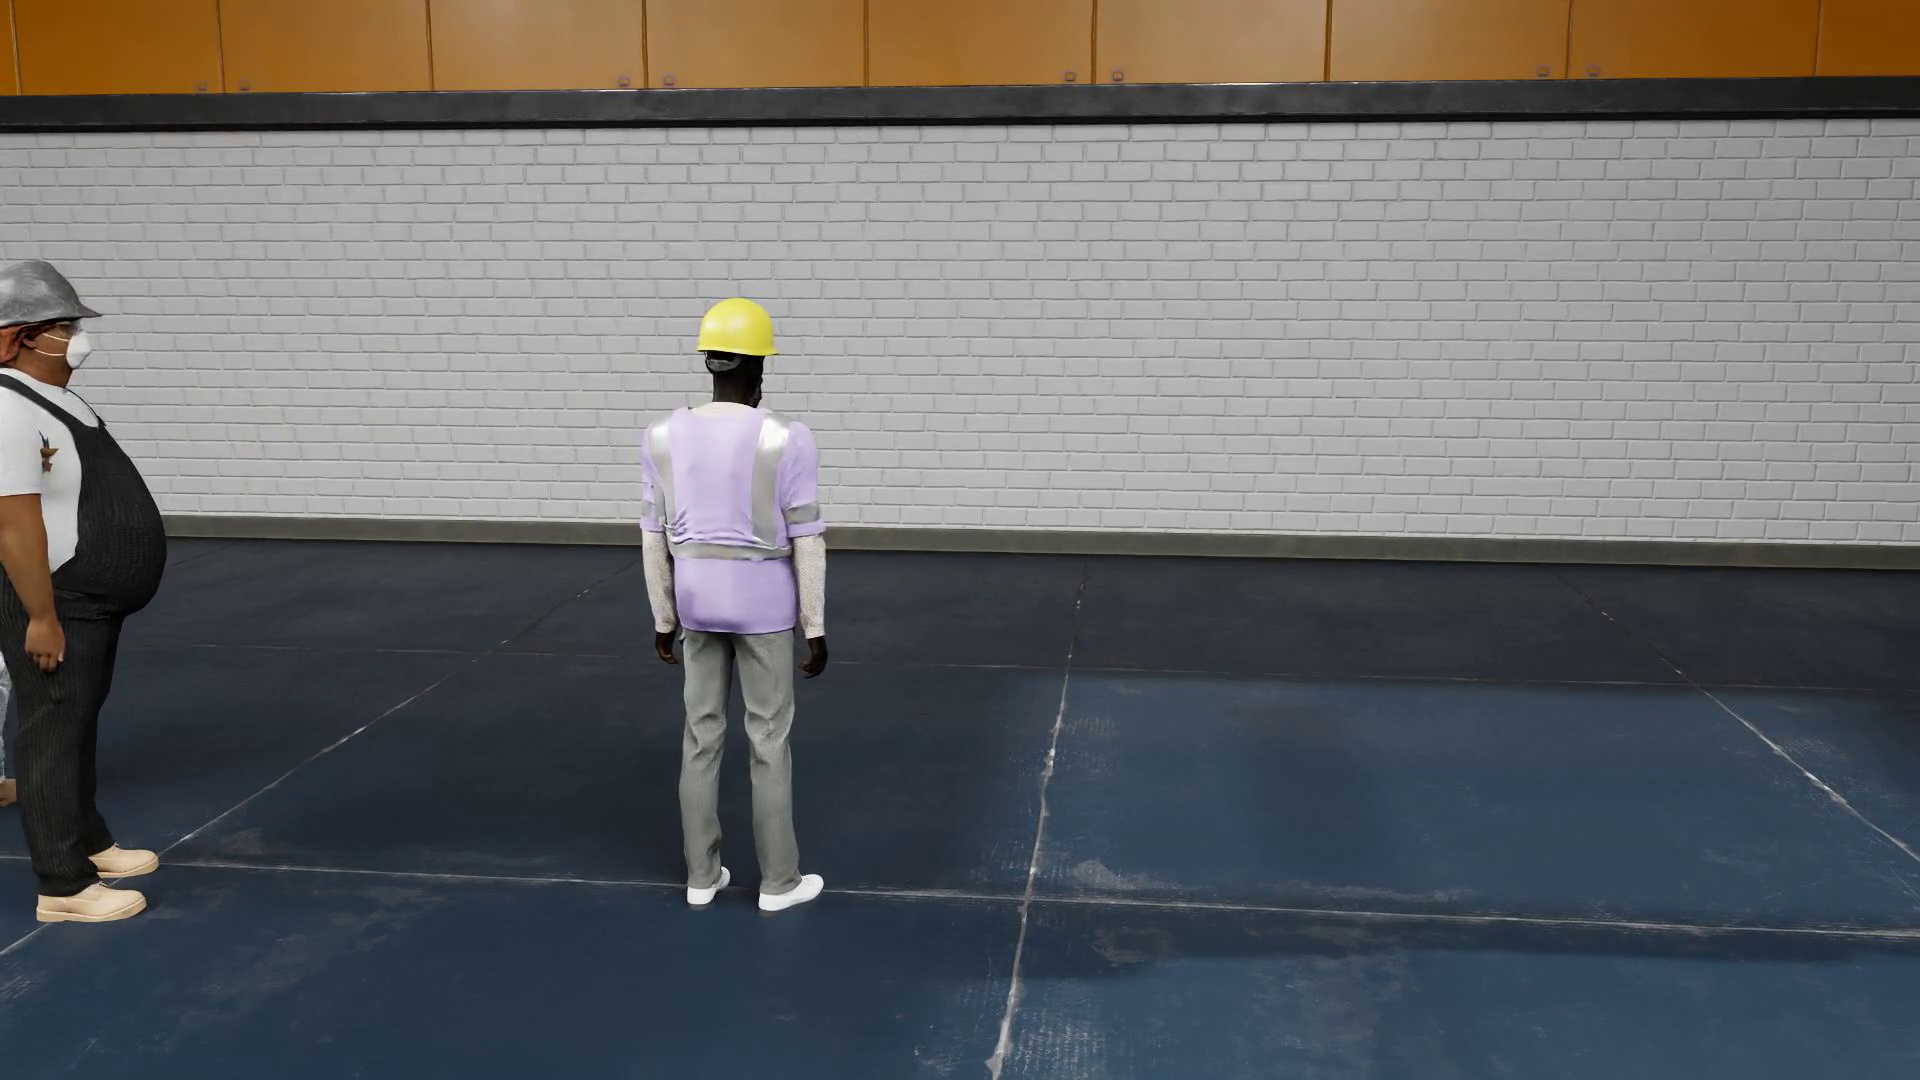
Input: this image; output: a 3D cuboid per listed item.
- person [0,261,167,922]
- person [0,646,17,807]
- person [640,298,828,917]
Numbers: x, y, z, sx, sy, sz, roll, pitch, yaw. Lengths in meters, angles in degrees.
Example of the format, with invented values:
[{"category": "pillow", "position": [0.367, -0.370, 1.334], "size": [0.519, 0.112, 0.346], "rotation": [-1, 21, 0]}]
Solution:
[{"category": "person", "position": [-2.780, 0.155, 5.227], "size": [0.537, 2.000, 0.683], "rotation": [-3, 10, -18]}, {"category": "person", "position": [-3.666, 0.118, 6.106], "size": [0.637, 1.812, 0.448], "rotation": [1, 10, 4]}, {"category": "person", "position": [-0.690, 0.217, 5.190], "size": [0.594, 1.926, 0.366], "rotation": [3, 10, 15]}]
